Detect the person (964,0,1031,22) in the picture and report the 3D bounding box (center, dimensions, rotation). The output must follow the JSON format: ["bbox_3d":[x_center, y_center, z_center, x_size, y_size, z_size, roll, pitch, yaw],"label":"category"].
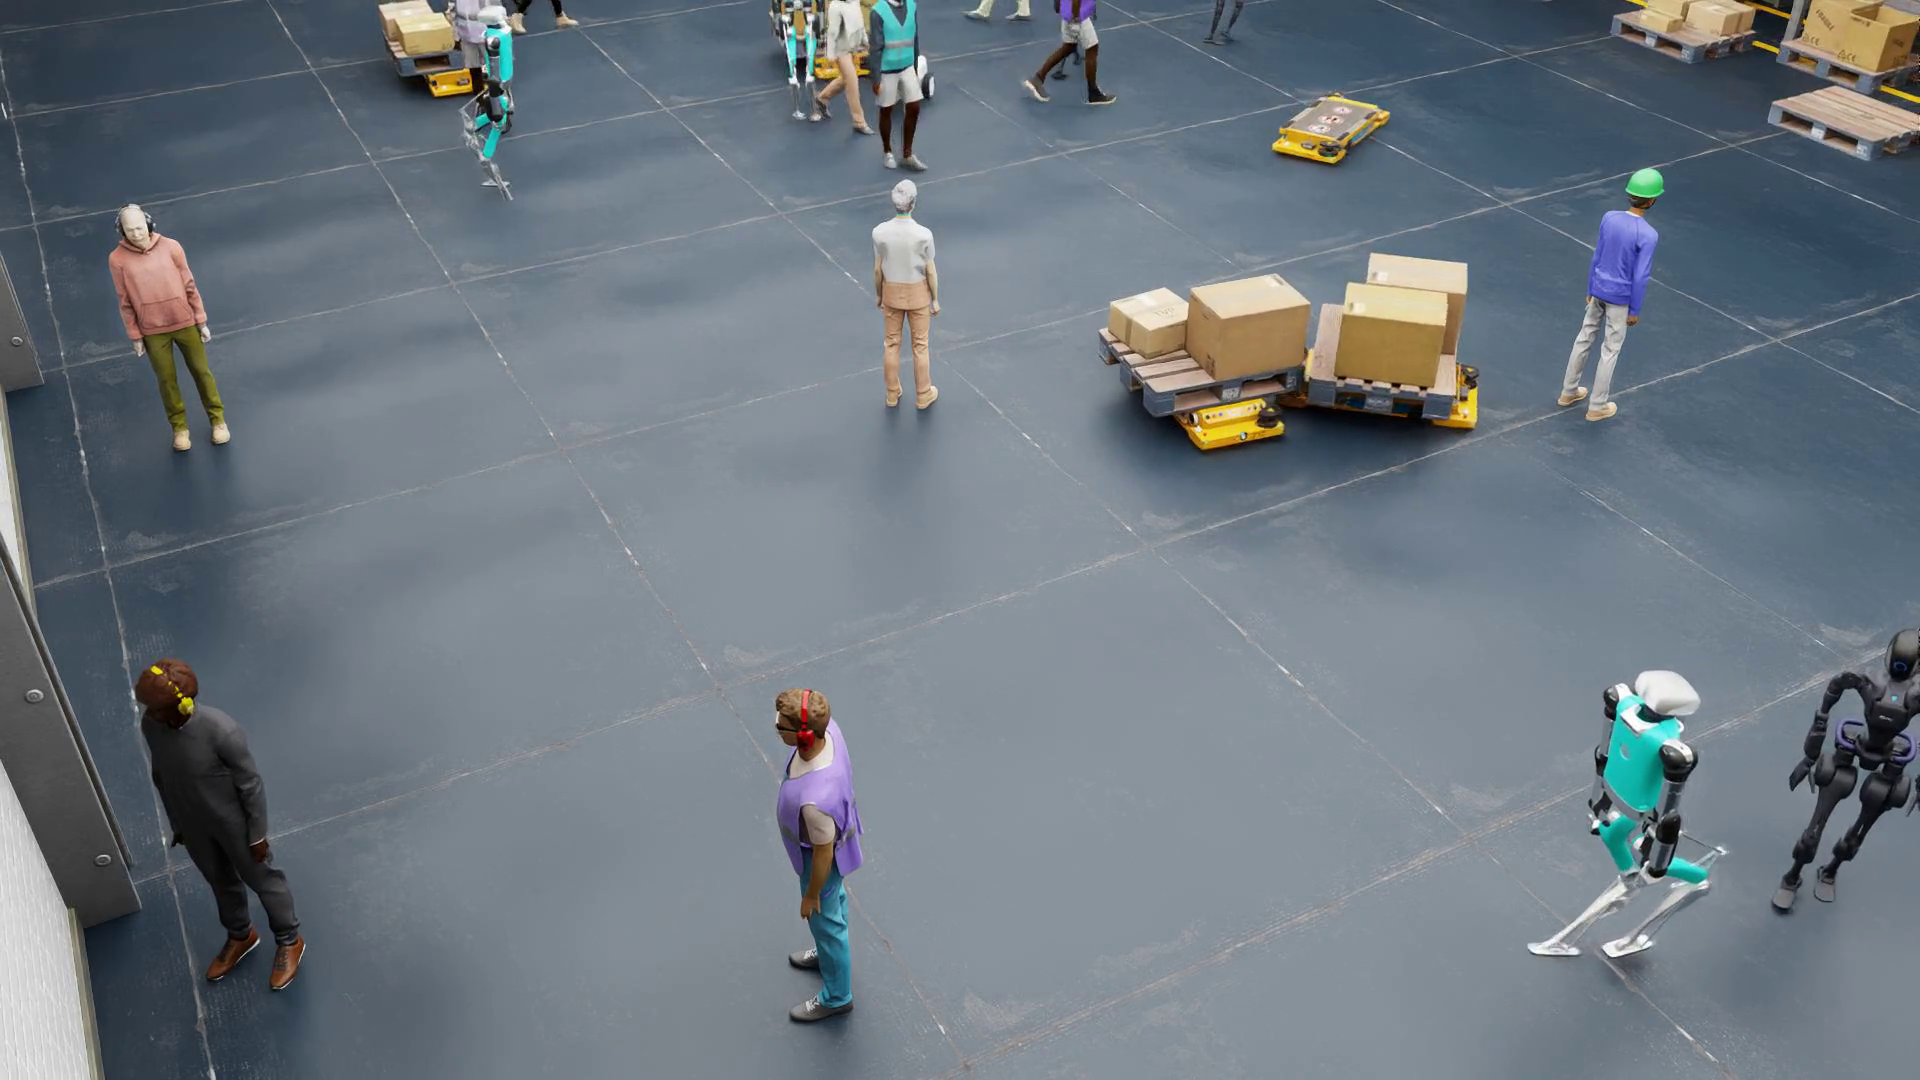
[{"bbox_3d":[0.435,-6.889,19.205,0.854,1.810,0.591,5,35,7],"label":"person"}]

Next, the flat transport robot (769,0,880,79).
[{"bbox_3d":[-1.418,-5.468,18.522,0.659,0.231,1.431,-10,36,-14],"label":"flat transport robot"}]

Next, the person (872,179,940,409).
[{"bbox_3d":[-0.382,-1.750,11.925,0.475,1.747,0.320,7,36,10],"label":"person"}]

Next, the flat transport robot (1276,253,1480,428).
[{"bbox_3d":[3.104,-1.147,12.353,1.431,0.231,0.659,8,36,12],"label":"flat transport robot"}]

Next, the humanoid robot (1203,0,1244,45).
[{"bbox_3d":[2.996,-6.377,18.592,0.394,1.645,0.600,14,37,19],"label":"humanoid robot"}]

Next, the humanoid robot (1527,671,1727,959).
[{"bbox_3d":[3.159,1.302,7.570,0.874,1.776,0.541,-10,36,-14],"label":"humanoid robot"}]

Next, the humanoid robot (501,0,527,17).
[{"bbox_3d":[-5.414,-6.941,19.410,0.480,1.635,0.592,-6,35,-8],"label":"humanoid robot"}]

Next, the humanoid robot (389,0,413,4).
[{"bbox_3d":[-6.210,-6.148,18.309,0.533,1.892,0.762,-11,36,-15],"label":"humanoid robot"}]

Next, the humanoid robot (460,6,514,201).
[{"bbox_3d":[-4.338,-3.903,15.069,0.761,1.839,0.545,0,35,0],"label":"humanoid robot"}]

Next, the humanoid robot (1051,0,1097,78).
[{"bbox_3d":[1.219,-5.843,17.872,0.600,1.619,0.786,27,43,33],"label":"humanoid robot"}]

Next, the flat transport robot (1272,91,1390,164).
[{"bbox_3d":[3.718,-4.119,16.597,0.659,0.231,1.431,21,40,27],"label":"flat transport robot"}]

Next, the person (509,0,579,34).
[{"bbox_3d":[-4.866,-6.641,18.984,0.726,1.660,0.550,-3,35,-4],"label":"person"}]

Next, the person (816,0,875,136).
[{"bbox_3d":[-1.176,-4.859,16.449,0.705,1.641,0.513,18,39,24],"label":"person"}]

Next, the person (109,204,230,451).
[{"bbox_3d":[-5.462,-1.474,11.466,0.520,1.831,0.365,-16,38,-22],"label":"person"}]

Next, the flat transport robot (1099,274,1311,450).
[{"bbox_3d":[1.772,-1.142,12.347,0.659,0.231,1.431,-12,37,-16],"label":"flat transport robot"}]

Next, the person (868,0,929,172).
[{"bbox_3d":[-0.610,-4.389,15.547,0.638,1.920,0.577,-20,40,-26],"label":"person"}]

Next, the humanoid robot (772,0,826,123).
[{"bbox_3d":[-1.619,-5.043,16.640,0.549,1.785,0.765,0,35,0],"label":"humanoid robot"}]

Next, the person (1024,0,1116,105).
[{"bbox_3d":[1.136,-5.412,17.009,0.894,1.923,0.641,-2,35,-3],"label":"person"}]

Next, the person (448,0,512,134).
[{"bbox_3d":[-4.739,-4.949,16.339,0.542,1.927,0.375,7,36,10],"label":"person"}]

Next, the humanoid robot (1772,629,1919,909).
[{"bbox_3d":[4.314,1.117,7.903,0.607,1.647,0.428,17,38,23],"label":"humanoid robot"}]

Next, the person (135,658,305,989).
[{"bbox_3d":[-3.342,1.276,7.499,0.492,1.872,0.357,8,36,11],"label":"person"}]

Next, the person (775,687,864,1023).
[{"bbox_3d":[-0.618,1.389,7.361,0.390,1.842,0.565,-2,35,-3],"label":"person"}]

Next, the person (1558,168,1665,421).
[{"bbox_3d":[4.664,-1.745,11.825,0.381,1.865,0.457,-20,40,-26],"label":"person"}]

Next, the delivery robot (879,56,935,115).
[{"bbox_3d":[-0.586,-4.790,17.320,0.499,0.612,0.796,9,36,13],"label":"delivery robot"}]

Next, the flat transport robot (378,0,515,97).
[{"bbox_3d":[-5.527,-5.161,18.085,0.659,0.231,1.431,-15,38,-20],"label":"flat transport robot"}]
